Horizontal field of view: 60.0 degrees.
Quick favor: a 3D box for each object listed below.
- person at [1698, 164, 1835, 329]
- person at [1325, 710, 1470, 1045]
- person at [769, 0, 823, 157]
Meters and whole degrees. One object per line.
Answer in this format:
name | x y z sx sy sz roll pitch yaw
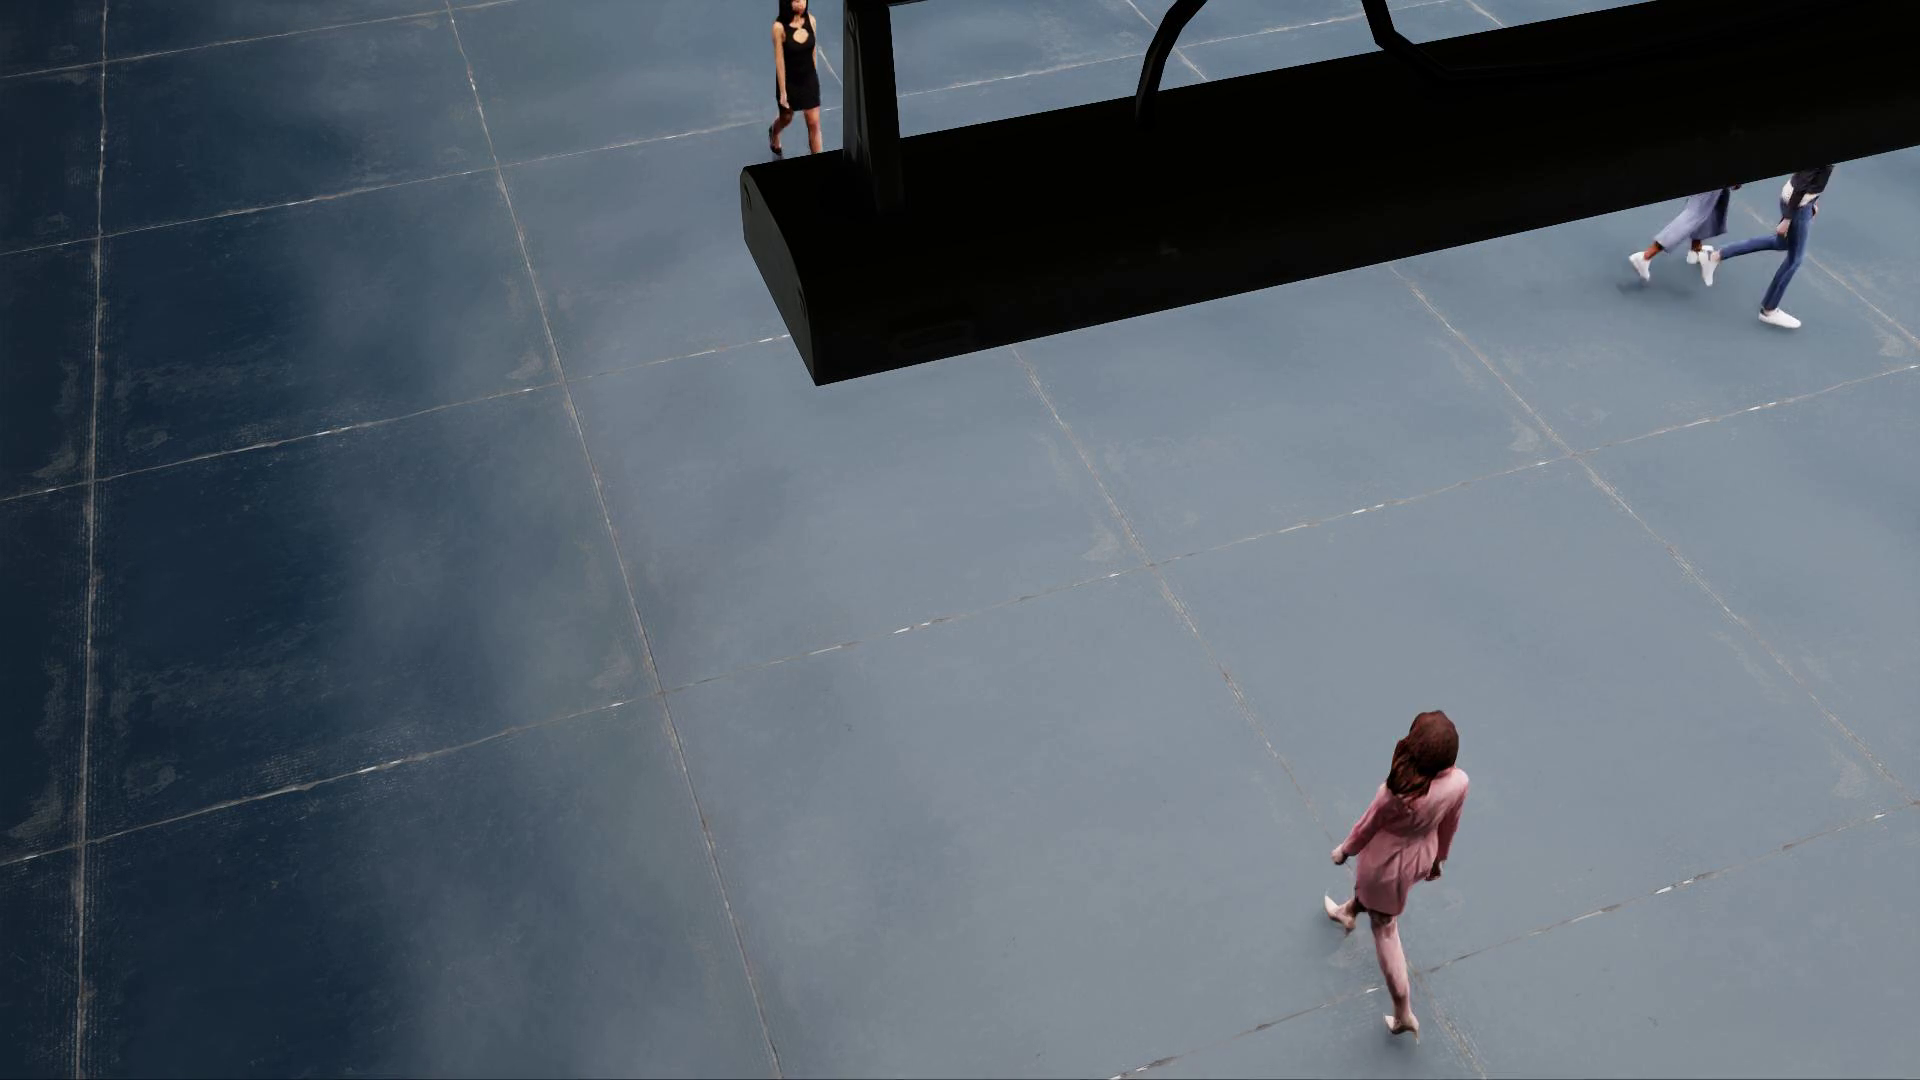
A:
person | 5.579 -2.266 11.285 1.093 1.764 0.984 22 47 22
person | 1.935 1.486 7.271 0.647 1.759 1.115 -17 46 -17
person | -1.299 -3.498 12.713 0.695 1.618 1.077 -22 48 -22
